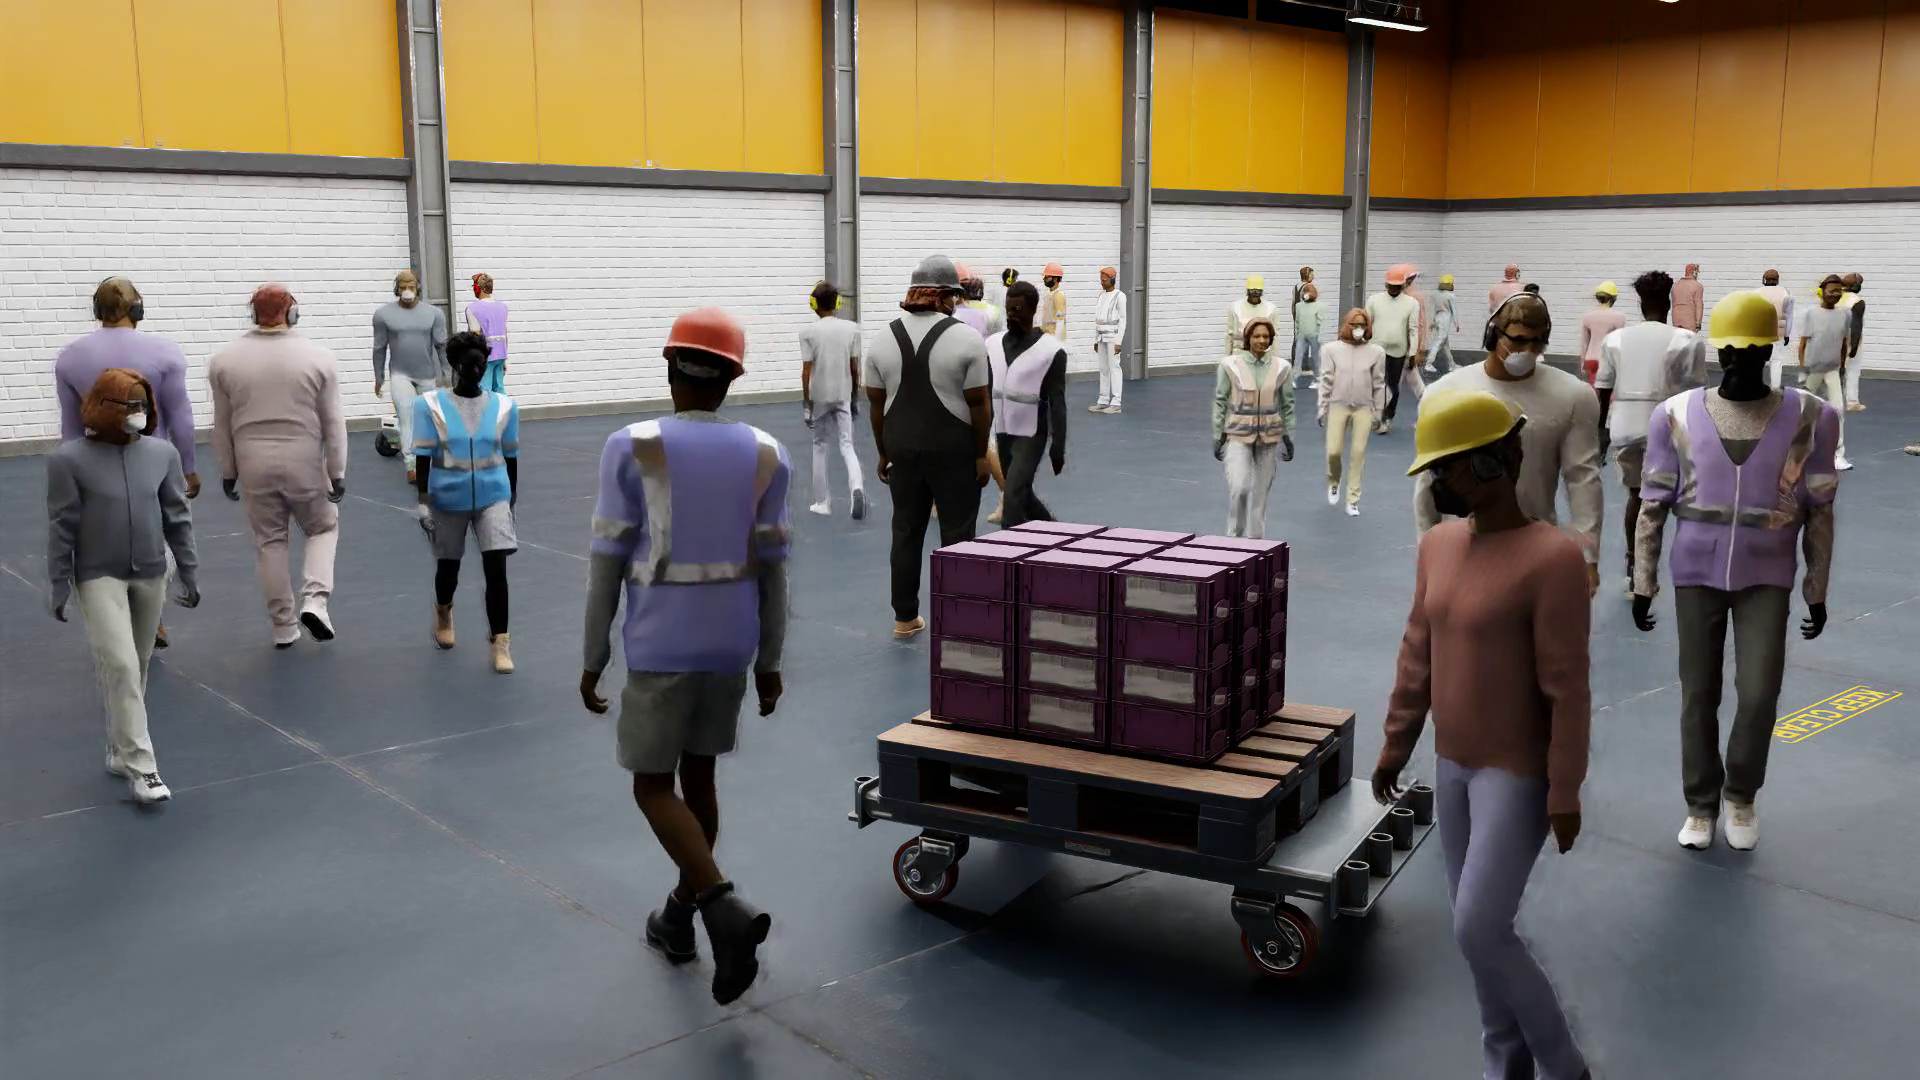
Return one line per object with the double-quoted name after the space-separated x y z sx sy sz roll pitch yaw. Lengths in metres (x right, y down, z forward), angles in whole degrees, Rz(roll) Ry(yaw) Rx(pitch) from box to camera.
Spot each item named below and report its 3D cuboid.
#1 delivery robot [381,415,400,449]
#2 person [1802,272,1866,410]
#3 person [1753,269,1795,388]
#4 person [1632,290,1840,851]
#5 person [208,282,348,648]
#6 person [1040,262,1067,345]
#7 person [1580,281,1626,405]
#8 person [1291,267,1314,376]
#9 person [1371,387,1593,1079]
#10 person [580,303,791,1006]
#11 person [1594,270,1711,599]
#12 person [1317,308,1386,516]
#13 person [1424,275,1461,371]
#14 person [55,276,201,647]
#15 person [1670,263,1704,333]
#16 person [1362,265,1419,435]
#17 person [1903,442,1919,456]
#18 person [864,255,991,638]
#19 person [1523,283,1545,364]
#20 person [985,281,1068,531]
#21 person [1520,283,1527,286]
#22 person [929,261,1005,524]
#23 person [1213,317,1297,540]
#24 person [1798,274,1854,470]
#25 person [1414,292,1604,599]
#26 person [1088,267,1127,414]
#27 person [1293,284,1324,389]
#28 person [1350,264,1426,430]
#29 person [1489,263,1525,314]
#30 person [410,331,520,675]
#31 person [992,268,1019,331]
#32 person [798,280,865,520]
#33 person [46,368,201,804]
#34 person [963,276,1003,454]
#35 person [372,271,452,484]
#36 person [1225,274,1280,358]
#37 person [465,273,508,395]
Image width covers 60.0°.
-5.458 -1.158 16.788 0.477 0.478 0.707 7 12 37 "delivery robot"
11.517 -2.591 21.781 0.796 1.816 0.631 -3 10 -16 "person"
11.416 -2.901 23.518 0.625 1.841 0.429 2 10 13 "person"
2.584 0.124 5.597 0.606 1.907 0.438 5 11 28 "person"
-3.481 -0.374 8.558 0.659 1.892 0.430 -2 10 -11 "person"
1.188 -2.587 21.374 0.347 1.943 0.544 -2 10 -10 "person"
7.015 -1.961 18.252 0.496 1.749 0.541 -6 11 -31 "person"
5.841 -3.711 28.255 0.347 1.841 0.505 -5 11 -27 "person"
1.198 0.523 3.800 0.365 1.730 0.548 -3 10 -18 "person"
-0.693 0.313 4.543 0.603 1.895 0.779 -6 12 -32 "person"
4.165 -0.632 9.938 0.703 1.929 0.645 -8 13 -41 "person"
3.067 -1.010 13.059 0.525 1.620 0.421 1 10 7 "person"
8.540 -3.818 29.306 0.921 1.690 0.504 -5 11 -28 "person"
-4.186 -0.362 8.390 0.652 1.922 0.476 -1 10 -4 "person"
12.354 -3.735 28.229 0.404 1.900 0.638 -5 11 -26 "person"
4.939 -2.194 19.145 0.647 1.930 1.015 2 10 10 "person"
10.177 -1.817 16.724 1.040 1.996 0.621 0 10 -2 "person"
-0.125 -0.484 8.775 0.675 2.000 0.537 4 11 24 "person"
7.794 -2.705 22.899 0.539 1.660 0.837 -4 10 -21 "person"
0.411 -0.629 10.087 0.952 1.888 0.584 -9 13 -43 "person"
8.548 -3.115 25.412 0.574 1.609 0.651 -3 10 -17 "person"
0.036 -1.110 12.596 1.050 1.998 0.632 7 12 35 "person"
1.927 -0.631 10.822 0.538 1.623 0.432 -1 10 -6 "person"
8.180 -1.567 15.700 0.525 1.846 0.753 1 10 5 "person"
1.971 0.067 5.988 0.631 1.888 0.925 1 10 7 "person"
1.916 -2.576 21.476 0.356 1.887 0.574 -6 11 -30 "person"
5.240 -3.063 25.152 0.523 1.584 0.856 7 12 37 "person"
5.133 -2.240 19.382 1.036 1.929 0.624 1 10 5 "person"
8.173 -3.138 24.688 0.409 1.913 0.645 -8 13 -40 "person"
-2.448 -0.211 8.252 0.535 1.670 0.780 -4 11 -24 "person"
0.672 -3.054 24.421 0.380 1.841 0.844 -6 11 -32 "person"
-0.972 -1.066 12.793 0.522 1.838 0.820 -3 10 -19 "person"
-3.070 0.168 6.220 0.764 1.599 0.510 7 12 35 "person"
0.127 -1.573 15.756 0.620 1.837 0.429 1 10 8 "person"
-4.947 -1.477 15.054 0.663 1.890 1.027 -4 10 -22 "person"
3.379 -2.153 19.202 0.626 1.810 0.640 1 10 6 "person"
-4.939 -1.867 17.437 0.377 1.844 0.569 4 11 24 "person"
